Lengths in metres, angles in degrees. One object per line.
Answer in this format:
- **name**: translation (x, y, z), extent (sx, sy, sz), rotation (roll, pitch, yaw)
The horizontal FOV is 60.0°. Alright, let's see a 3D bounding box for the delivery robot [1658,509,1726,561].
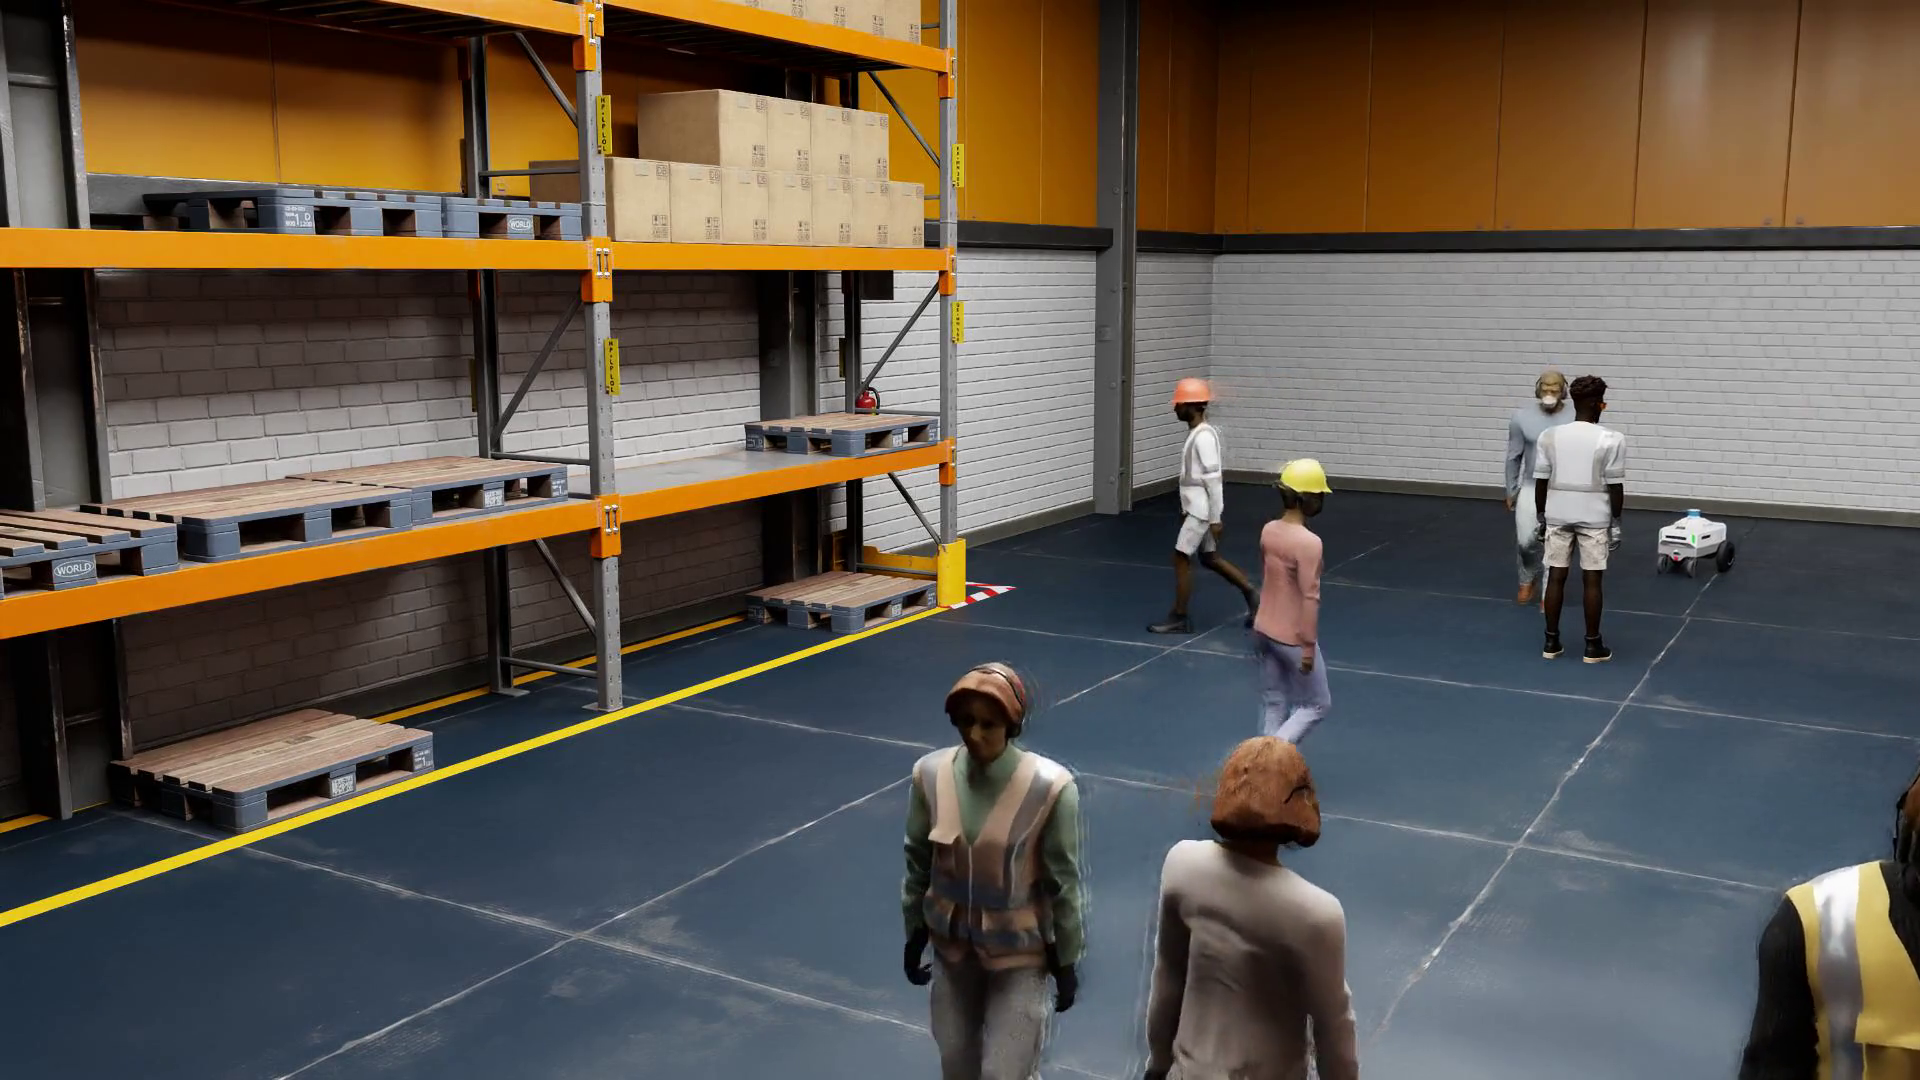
- **delivery robot**: translation (6.495, -0.031, 14.743), extent (0.707, 0.478, 0.477), rotation (-9, 13, -43)

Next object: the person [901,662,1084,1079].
- **person**: translation (0.077, 1.118, 4.513), extent (0.541, 1.621, 0.393), rotation (5, 10, 29)

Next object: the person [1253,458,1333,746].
- **person**: translation (1.623, 0.471, 8.193), extent (0.389, 1.754, 0.525), rotation (-3, 10, -20)

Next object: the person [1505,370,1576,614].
- **person**: translation (4.556, -0.365, 12.907), extent (0.637, 1.916, 0.455), rotation (4, 10, 22)

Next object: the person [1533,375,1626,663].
- **person**: translation (4.222, -0.145, 11.361), extent (0.608, 1.963, 0.370), rotation (7, 11, 37)

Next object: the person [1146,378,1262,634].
- **person**: translation (1.860, -0.239, 12.191), extent (0.872, 1.907, 0.559), rotation (1, 9, 5)

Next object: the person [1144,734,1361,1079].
- **person**: translation (0.718, 1.233, 3.827), extent (0.606, 1.609, 0.533), rotation (-7, 12, -38)

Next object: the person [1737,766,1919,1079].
- **person**: translation (1.810, 1.256, 3.157), extent (0.641, 1.799, 0.964), rotation (5, 10, 27)
